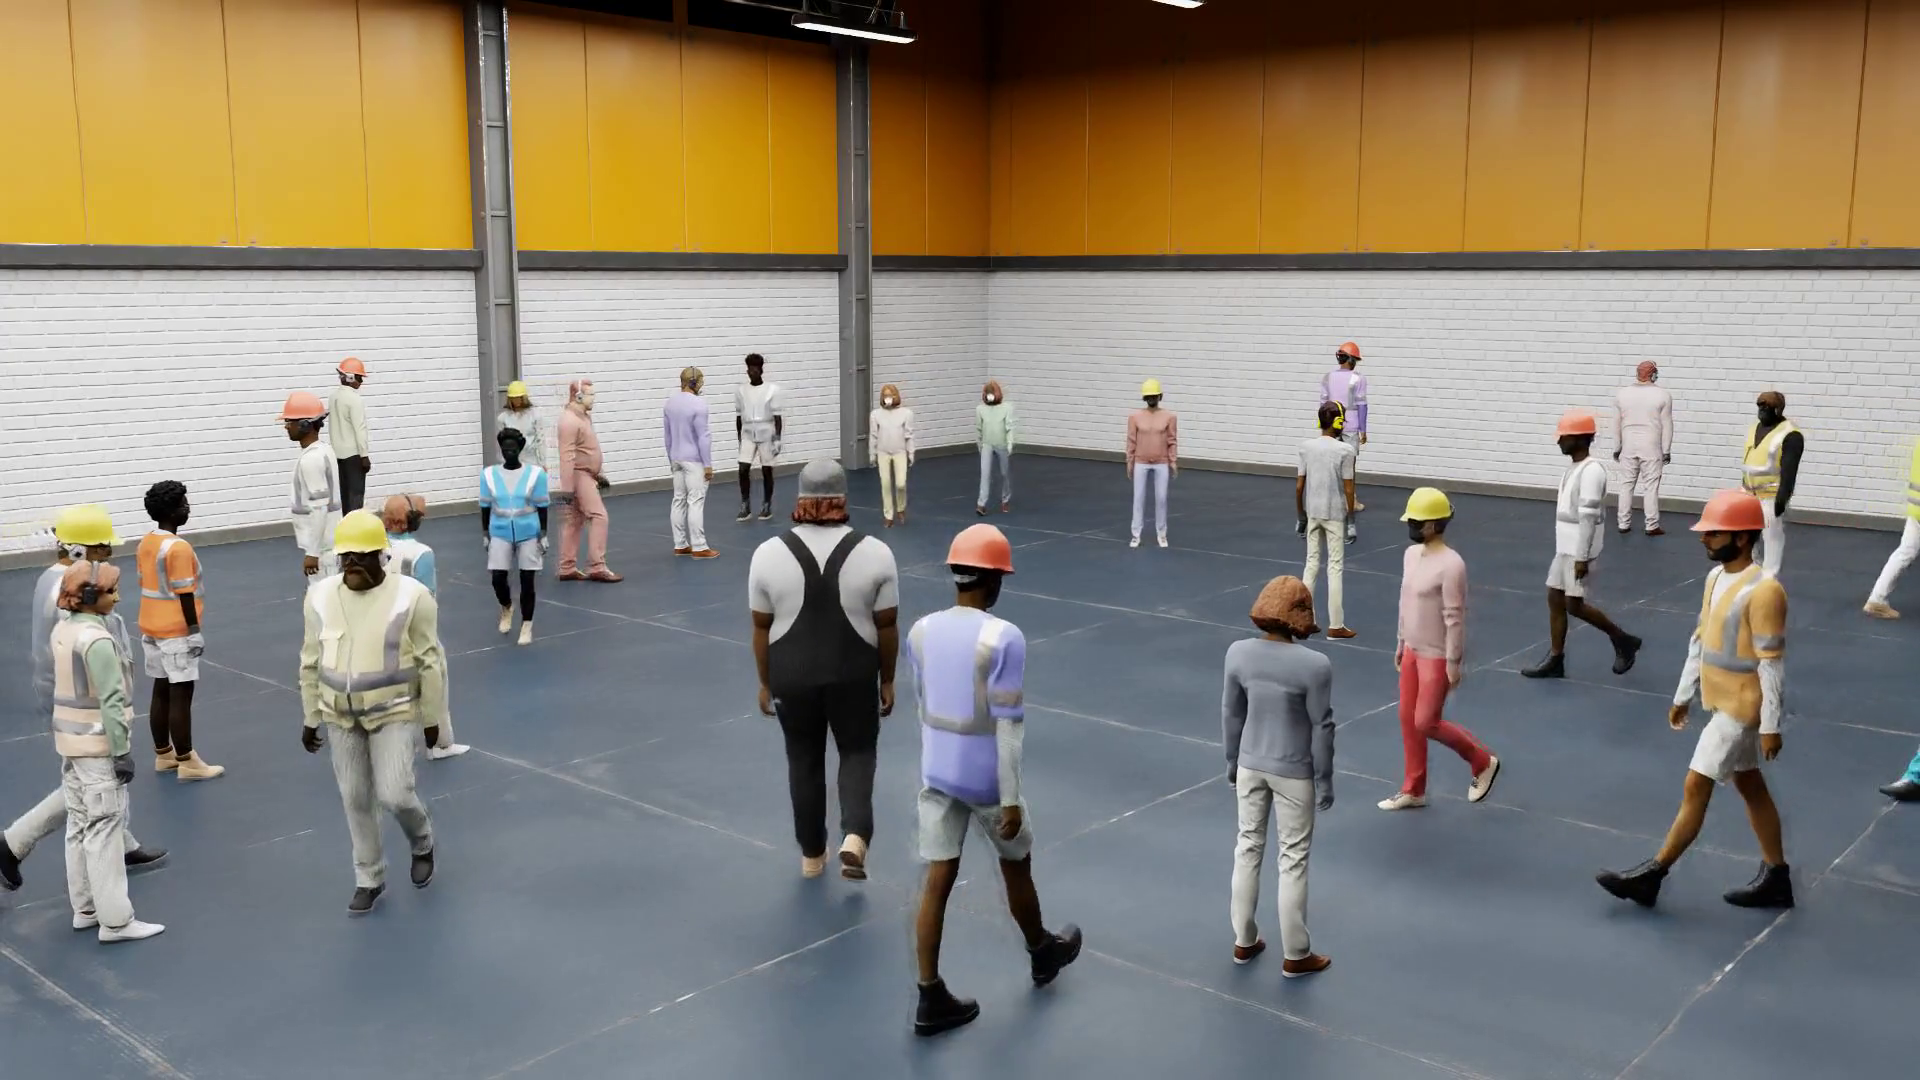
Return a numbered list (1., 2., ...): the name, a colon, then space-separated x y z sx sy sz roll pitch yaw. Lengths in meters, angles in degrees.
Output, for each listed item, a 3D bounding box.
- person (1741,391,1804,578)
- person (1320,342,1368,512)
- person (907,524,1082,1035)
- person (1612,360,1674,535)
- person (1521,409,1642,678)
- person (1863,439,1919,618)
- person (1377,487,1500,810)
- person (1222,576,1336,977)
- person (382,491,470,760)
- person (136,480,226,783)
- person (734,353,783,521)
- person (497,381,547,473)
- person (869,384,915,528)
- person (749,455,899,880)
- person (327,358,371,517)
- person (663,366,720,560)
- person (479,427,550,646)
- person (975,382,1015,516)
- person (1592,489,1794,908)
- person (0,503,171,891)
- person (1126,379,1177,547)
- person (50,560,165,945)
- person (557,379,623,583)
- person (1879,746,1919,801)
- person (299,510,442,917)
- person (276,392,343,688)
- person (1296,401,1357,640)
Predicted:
1. person: 7.103 -0.398 14.657 0.450 1.827 0.635 -3 9 -17
2. person: 4.628 -1.355 19.997 0.605 2.033 0.402 8 12 42
3. person: 0.107 0.881 6.412 0.564 1.883 0.977 7 11 37
4. person: 7.473 -1.006 18.196 0.639 1.909 0.402 8 12 42
5. person: 4.354 0.046 11.569 0.703 1.916 0.558 0 9 1
6. person: 7.941 -0.206 13.556 0.974 1.797 0.637 1 9 3
7. person: 2.521 0.585 8.723 0.517 1.752 0.525 -2 9 -12
8. person: 1.295 0.950 6.768 0.498 1.633 0.287 8 12 42
9. person: -3.205 0.525 9.498 0.521 1.609 0.775 6 11 32
10. person: -4.412 0.509 9.338 0.532 1.697 0.322 8 12 42
11. person: -2.333 -1.170 19.133 0.622 1.939 0.725 2 9 11
12. person: -4.636 -0.833 17.651 0.508 1.725 0.451 -1 9 -6
13. person: -0.770 -0.934 18.620 0.520 1.625 0.373 1 9 5
14. person: -0.626 0.597 7.710 0.684 2.000 0.654 0 9 -1
15. person: -6.287 -0.889 17.218 0.610 1.984 0.400 8 12 42
16. person: -2.698 -0.766 16.613 0.627 1.933 0.376 8 12 42
17. person: -3.403 -0.030 12.744 0.537 1.688 0.390 -1 9 -7
18. person: 0.414 -1.083 19.693 0.507 1.580 0.883 2 9 13
19. person: 3.316 0.718 7.405 0.969 1.887 0.565 1 9 5
20. person: -4.093 0.732 7.617 0.729 1.804 0.606 -7 12 -39
21. person: 1.991 -0.795 17.313 0.530 1.766 0.330 1 9 6
22. person: -3.681 0.896 7.091 0.514 1.639 0.314 8 12 42
23. person: -3.399 -0.541 15.341 0.730 1.879 0.649 -2 9 -10
24. person: 5.480 0.535 8.880 0.959 1.794 0.567 -2 9 -15
25. person: -2.618 0.758 7.402 0.605 1.821 0.446 1 9 5
26. person: -4.432 0.005 11.417 0.396 2.044 0.609 -2 9 -15
27. person: 2.863 -0.155 12.990 0.520 1.865 0.333 8 12 42
